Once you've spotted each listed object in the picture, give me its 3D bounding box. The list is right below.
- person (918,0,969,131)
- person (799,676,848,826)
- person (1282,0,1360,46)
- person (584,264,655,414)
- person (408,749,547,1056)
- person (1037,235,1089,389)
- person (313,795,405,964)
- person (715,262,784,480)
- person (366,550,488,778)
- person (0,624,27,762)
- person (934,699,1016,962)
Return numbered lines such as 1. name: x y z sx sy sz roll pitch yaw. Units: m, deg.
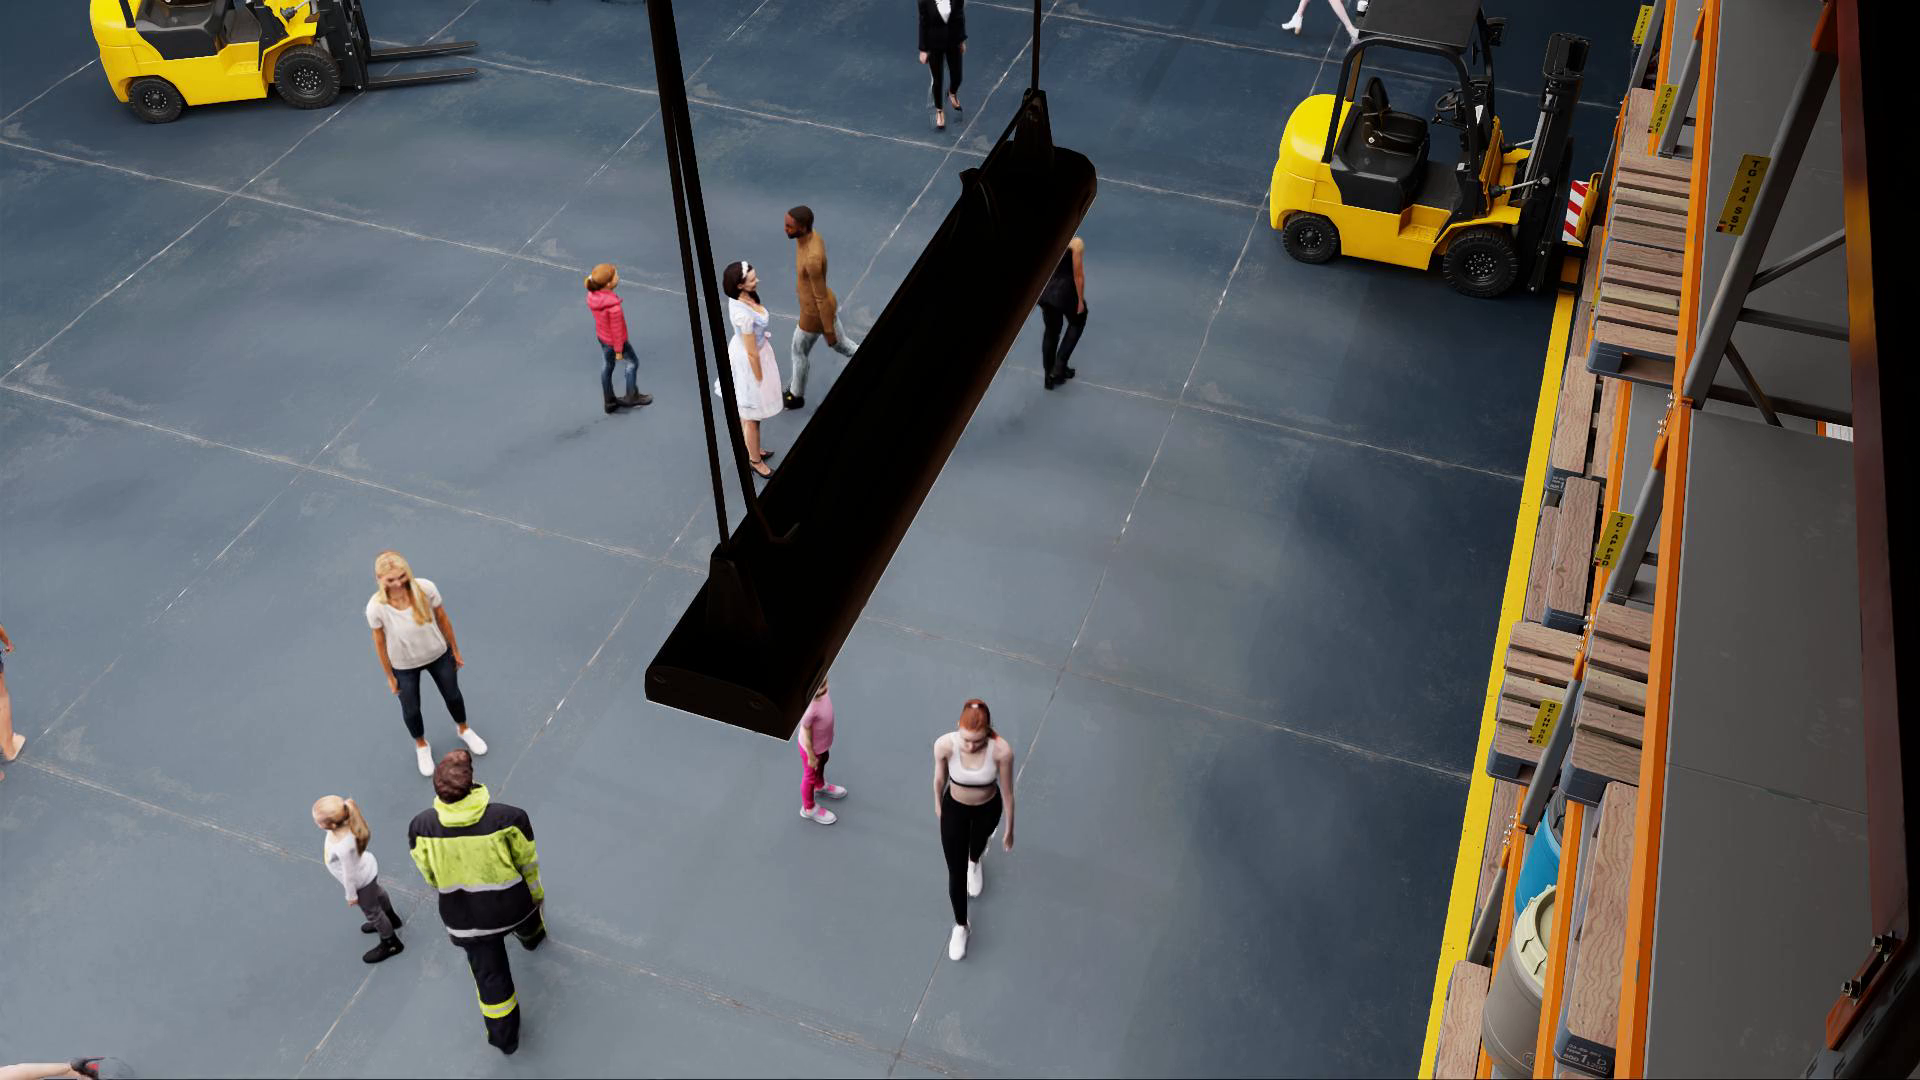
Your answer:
1. person: -0.149 -4.663 15.665 0.827 1.680 0.889 -16 46 -16
2. person: -0.861 1.173 9.837 0.543 1.270 0.429 11 45 12
3. person: 3.782 -5.822 16.822 0.968 1.763 1.220 31 52 29
4. person: -2.694 -1.500 12.616 0.685 1.306 0.624 -33 53 -30
5. person: -2.458 1.885 8.605 1.181 1.937 1.374 -6 44 -7
6. person: 0.710 -1.841 12.707 0.666 1.674 0.670 26 49 25
7. person: -3.293 1.828 9.144 0.632 1.277 0.562 -13 45 -13
8. person: -1.504 -1.223 11.954 0.904 1.819 0.830 -8 44 -8
9. person: -3.235 0.712 9.933 0.667 1.803 0.747 -23 48 -22
10. person: -6.043 0.727 10.067 0.706 1.598 0.780 -10 44 -10
11. person: 0.080 1.425 9.246 0.783 1.720 1.053 2 44 2
